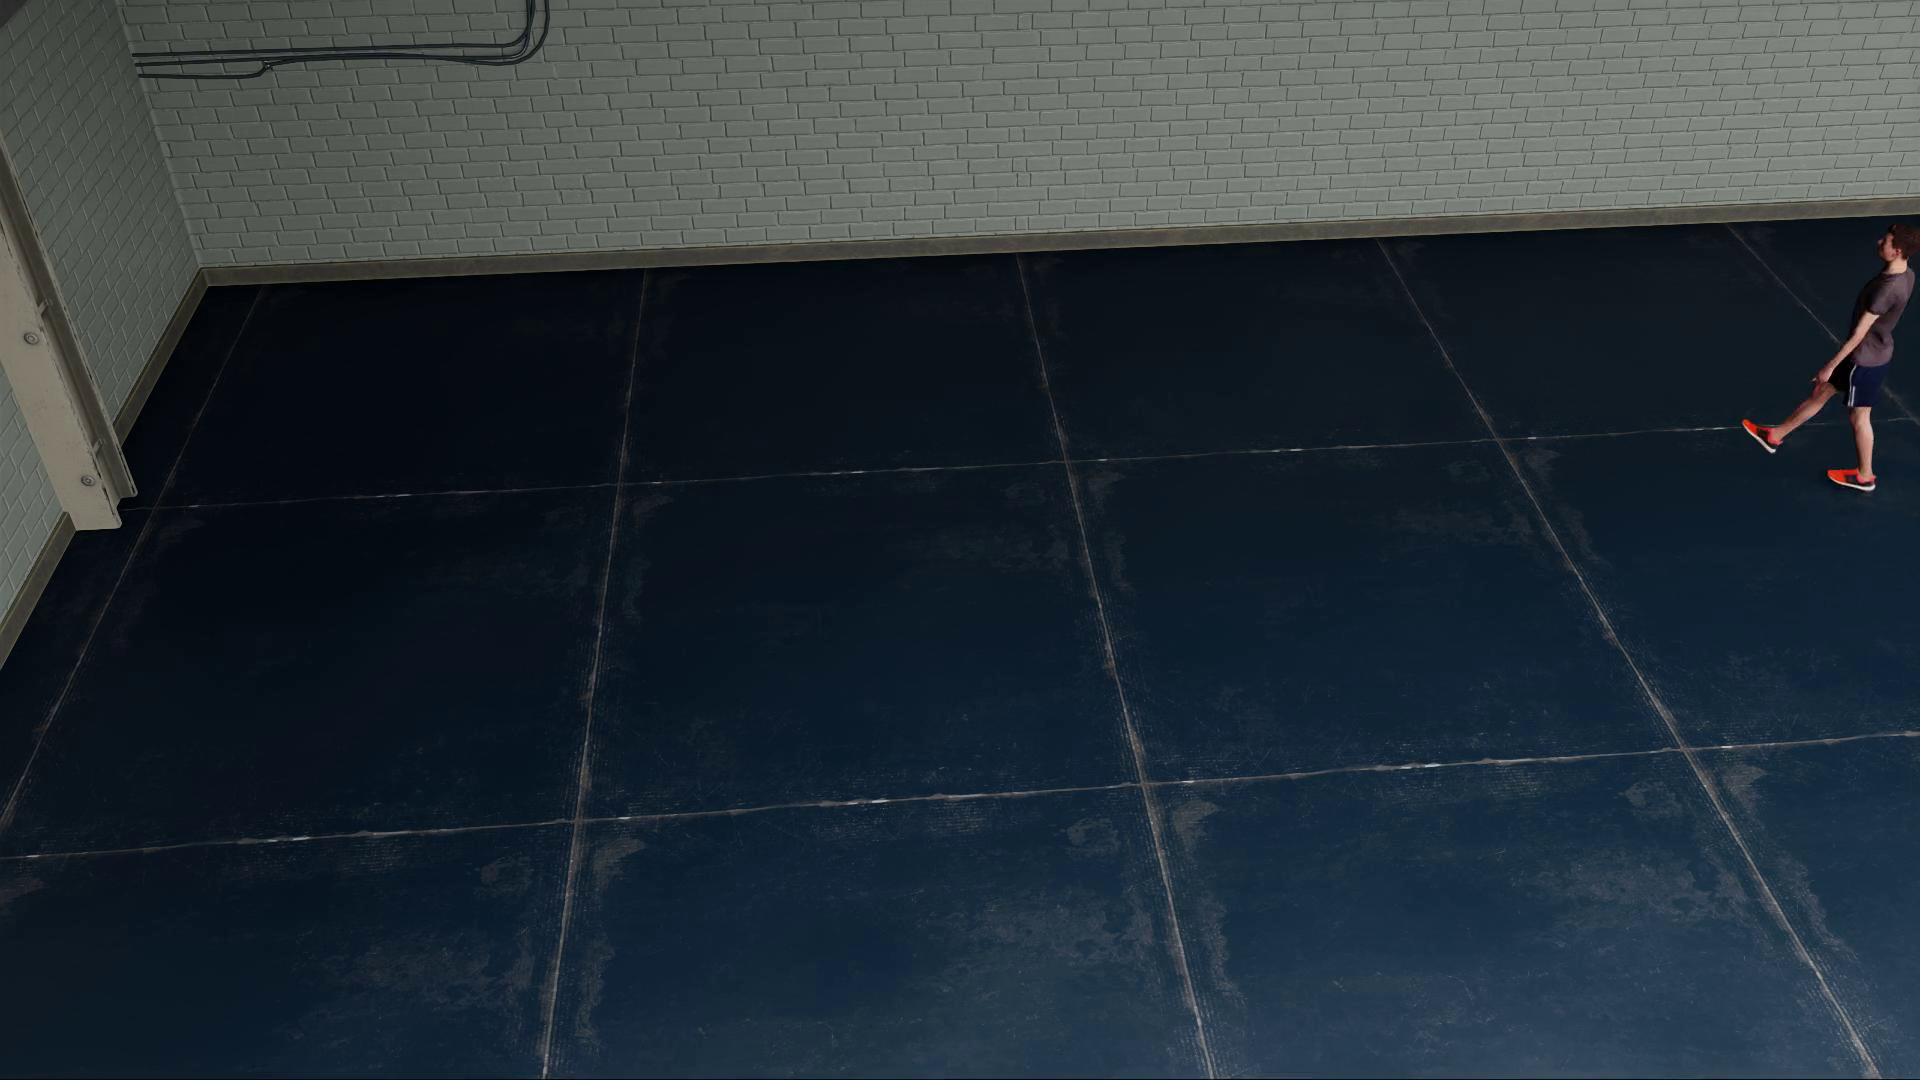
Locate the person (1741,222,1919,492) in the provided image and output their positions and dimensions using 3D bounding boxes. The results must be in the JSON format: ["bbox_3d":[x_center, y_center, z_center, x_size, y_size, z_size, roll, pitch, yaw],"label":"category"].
[{"bbox_3d":[5.798,-1.094,10.513,1.189,1.807,1.168,24,44,28],"label":"person"}]
